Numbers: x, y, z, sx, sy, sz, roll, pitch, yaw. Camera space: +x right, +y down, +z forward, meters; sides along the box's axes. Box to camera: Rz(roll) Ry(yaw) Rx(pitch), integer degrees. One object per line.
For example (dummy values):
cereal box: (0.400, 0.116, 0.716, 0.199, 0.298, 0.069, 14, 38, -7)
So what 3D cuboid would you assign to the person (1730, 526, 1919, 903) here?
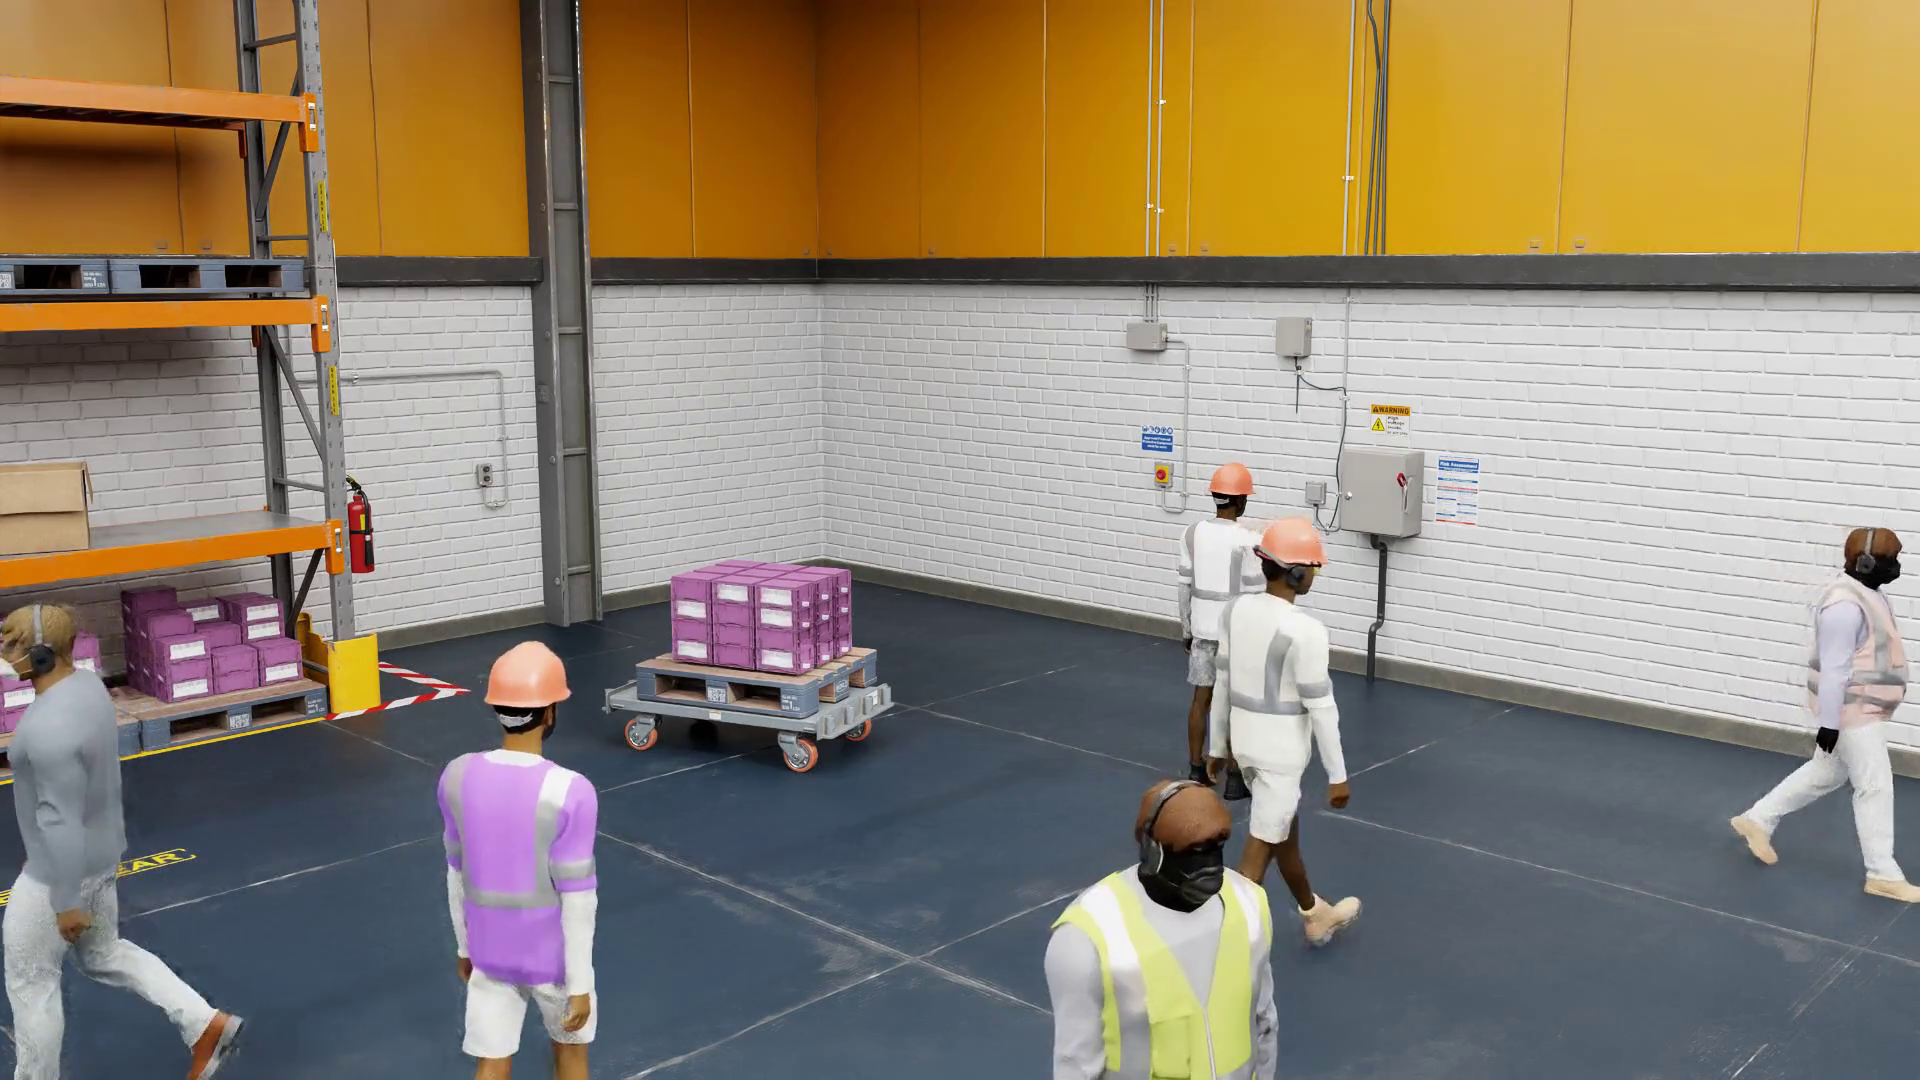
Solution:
person: (4.319, 0.813, 8.183, 0.890, 1.816, 0.636, 7, 11, 36)

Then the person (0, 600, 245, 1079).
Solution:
person: (-3.074, 1.138, 5.864, 0.848, 1.912, 0.632, -2, 9, -12)

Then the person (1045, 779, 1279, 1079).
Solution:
person: (0.511, 1.468, 4.090, 0.626, 1.836, 0.432, -4, 10, -24)

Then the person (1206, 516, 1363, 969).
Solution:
person: (1.457, 0.888, 7.112, 1.003, 1.994, 0.623, -4, 10, -25)

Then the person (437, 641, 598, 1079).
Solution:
person: (-1.362, 1.266, 5.090, 0.553, 1.911, 0.894, 3, 10, 16)

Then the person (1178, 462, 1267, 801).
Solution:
person: (1.527, 0.517, 9.569, 0.550, 1.935, 0.375, 8, 12, 39)
